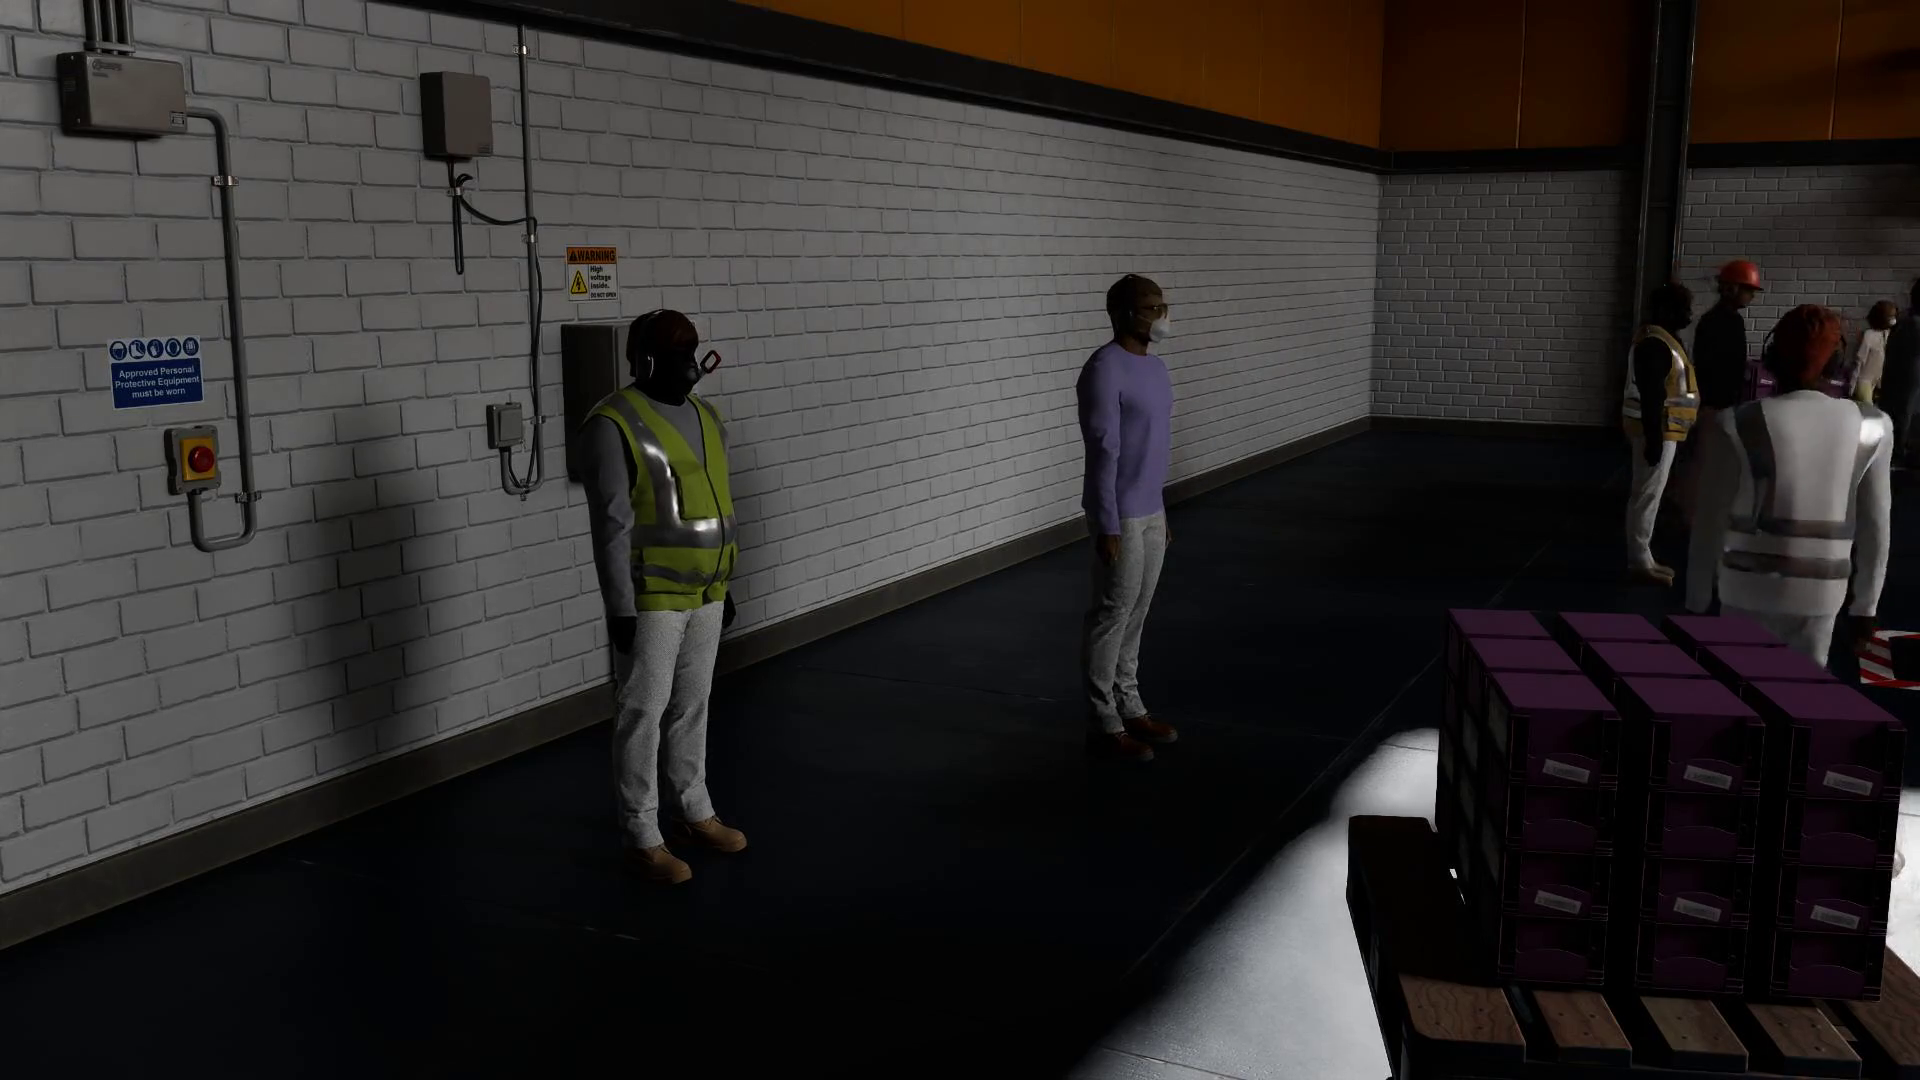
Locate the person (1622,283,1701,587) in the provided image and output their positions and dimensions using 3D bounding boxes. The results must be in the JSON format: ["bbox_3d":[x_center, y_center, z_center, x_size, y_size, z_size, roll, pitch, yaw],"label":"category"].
[{"bbox_3d":[4.291,-0.641,10.196,0.431,1.839,0.636,5,11,27],"label":"person"}]

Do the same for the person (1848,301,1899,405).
[{"bbox_3d":[8.394,-1.446,15.571,0.515,1.589,0.619,-8,13,-40],"label":"person"}]

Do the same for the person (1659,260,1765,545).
[{"bbox_3d":[5.185,-0.939,11.502,0.563,1.971,0.691,9,13,43],"label":"person"}]

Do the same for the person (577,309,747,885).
[{"bbox_3d":[-0.943,0.174,5.447,0.429,1.844,0.626,5,11,27],"label":"person"}]

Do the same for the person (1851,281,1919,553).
[{"bbox_3d":[6.275,-0.807,11.034,1.061,1.882,0.642,3,10,17],"label":"person"}]

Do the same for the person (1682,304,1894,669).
[{"bbox_3d":[2.637,0.197,5.281,0.598,1.859,0.598,0,10,2],"label":"person"}]

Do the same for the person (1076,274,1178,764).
[{"bbox_3d":[0.685,-0.092,6.703,0.372,1.940,0.631,5,11,27],"label":"person"}]
